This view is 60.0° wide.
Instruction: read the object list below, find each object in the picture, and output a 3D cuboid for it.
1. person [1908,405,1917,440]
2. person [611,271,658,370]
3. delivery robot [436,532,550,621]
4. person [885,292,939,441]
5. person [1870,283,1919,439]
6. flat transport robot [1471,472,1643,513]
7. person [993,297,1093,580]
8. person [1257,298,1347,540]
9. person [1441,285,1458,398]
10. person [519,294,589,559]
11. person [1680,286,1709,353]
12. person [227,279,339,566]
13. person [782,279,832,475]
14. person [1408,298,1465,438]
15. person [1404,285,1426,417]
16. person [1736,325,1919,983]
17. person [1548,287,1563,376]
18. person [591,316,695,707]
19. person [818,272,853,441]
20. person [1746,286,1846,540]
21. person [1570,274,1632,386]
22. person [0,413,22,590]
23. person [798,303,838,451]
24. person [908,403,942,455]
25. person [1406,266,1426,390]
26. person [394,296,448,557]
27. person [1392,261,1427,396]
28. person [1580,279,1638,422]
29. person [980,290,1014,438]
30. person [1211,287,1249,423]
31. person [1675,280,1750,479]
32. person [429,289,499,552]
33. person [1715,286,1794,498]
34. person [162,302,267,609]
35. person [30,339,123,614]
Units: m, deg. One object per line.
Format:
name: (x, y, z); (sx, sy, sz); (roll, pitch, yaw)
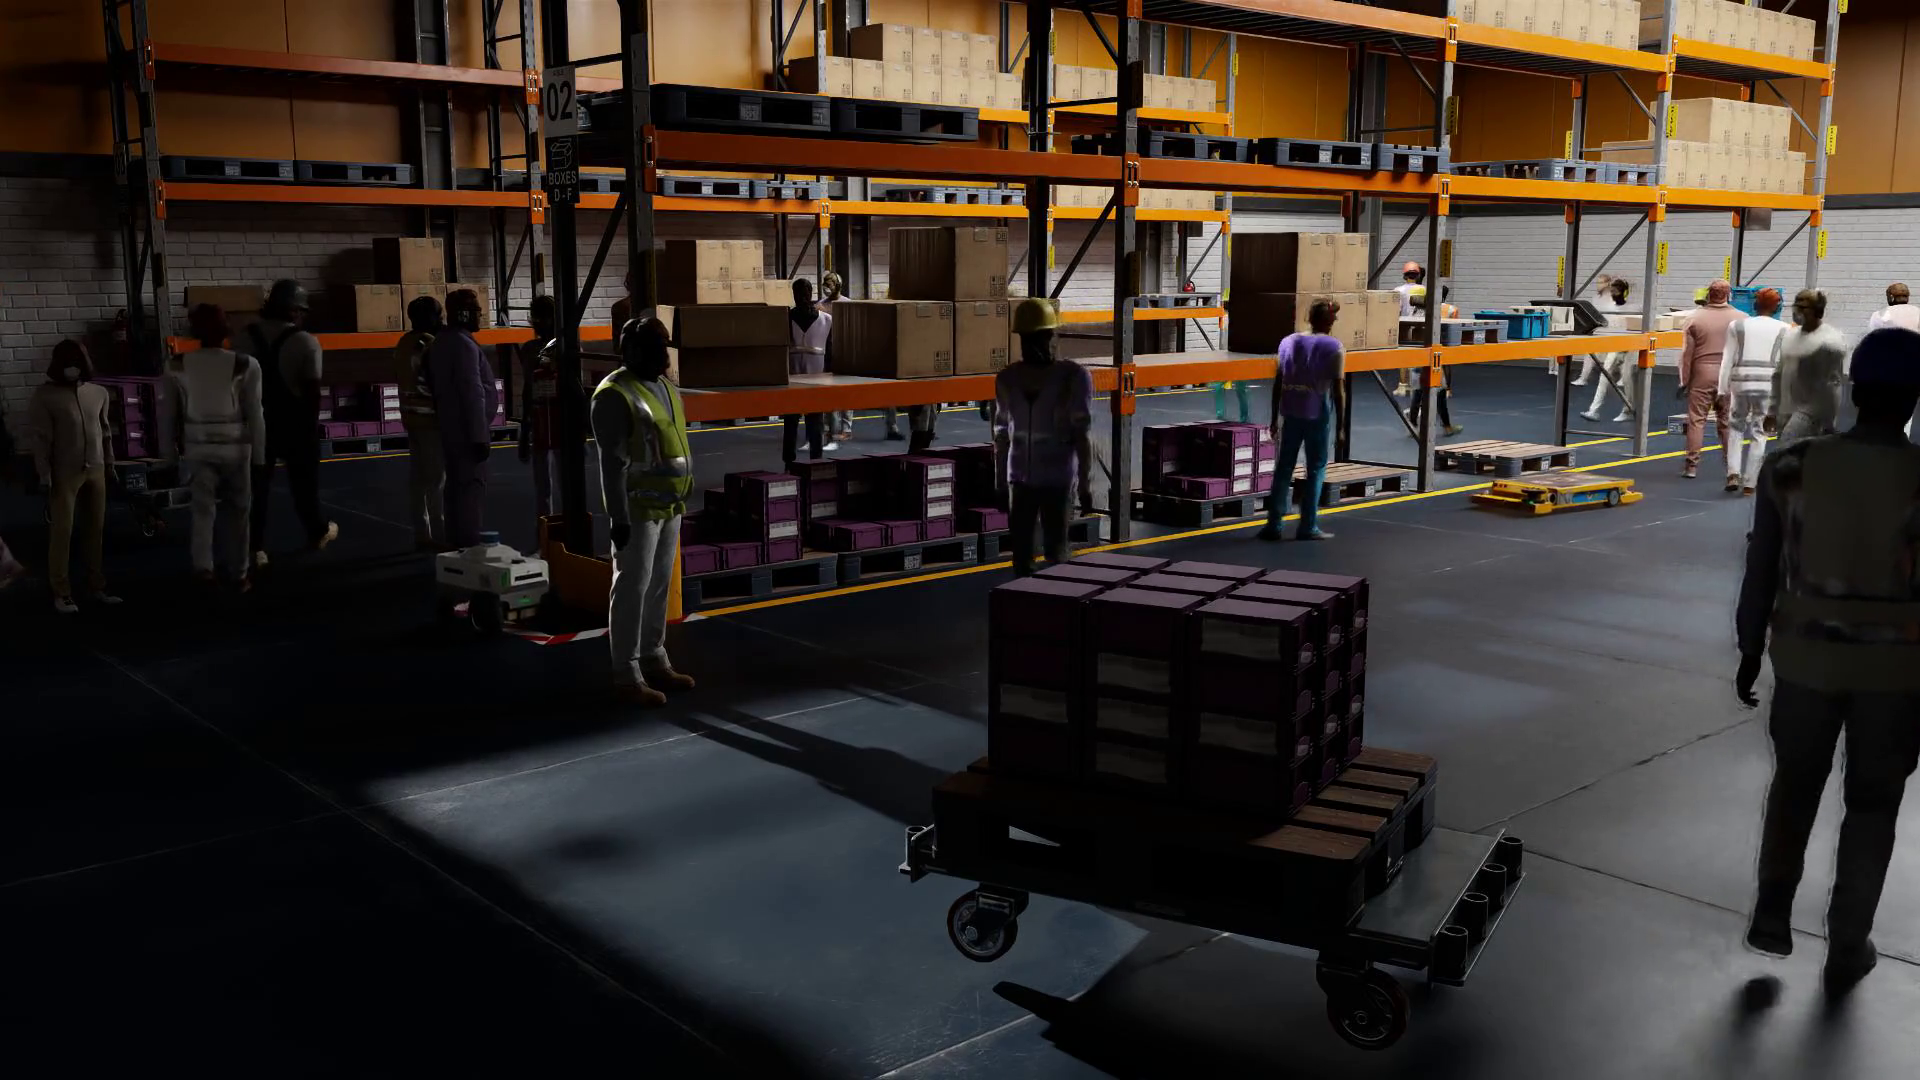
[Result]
person: (10.423, -1.753, 18.006); (0.508, 1.629, 0.317); (4, 10, 21)
person: (-3.617, -2.061, 18.738); (0.611, 1.996, 0.375); (3, 10, 17)
delivery robot: (-2.666, 0.196, 9.464); (0.707, 0.478, 0.477); (8, 13, 39)
person: (-0.629, -1.990, 18.934); (0.589, 1.785, 0.802); (-7, 12, -37)
person: (10.082, -1.853, 17.986); (0.623, 1.839, 0.429); (0, 10, 0)
flat transport robot: (5.091, -0.416, 14.148); (1.431, 0.197, 0.652); (-6, 12, -33)
person: (0.462, -0.354, 8.993); (0.598, 1.906, 0.588); (6, 11, 30)
person: (2.549, -0.881, 12.390); (0.651, 1.814, 0.514); (9, 13, 42)
person: (7.177, -2.960, 24.876); (0.533, 1.697, 0.318); (3, 10, 17)
person: (-2.830, -0.768, 11.545); (0.548, 1.866, 0.317); (4, 10, 22)
person: (9.731, -2.446, 21.777); (0.533, 1.746, 0.693); (9, 13, 41)
person: (-4.734, -0.867, 11.613); (0.690, 2.000, 1.061); (0, 10, -1)
person: (-1.485, -1.520, 15.812); (0.597, 1.911, 0.376); (-1, 10, -9)
person: (5.569, -2.031, 19.471); (0.697, 1.669, 0.552); (-5, 11, -25)
person: (6.052, -2.500, 22.043); (0.312, 1.744, 0.487); (-1, 10, -9)
person: (2.594, 0.345, 4.831); (0.637, 1.927, 0.478); (8, 13, 40)
person: (10.701, -3.741, 29.622); (0.311, 1.636, 0.521); (-1, 10, -3)
person: (-1.490, -0.142, 7.956); (0.429, 1.841, 0.634); (3, 10, 17)
person: (-1.447, -2.111, 19.198); (0.627, 1.941, 0.371); (8, 12, 38)
person: (6.395, -0.942, 12.470); (0.888, 1.910, 0.634); (-1, 10, -5)
person: (10.566, -3.412, 27.140); (1.077, 1.849, 0.658); (-3, 10, -19)
person: (-6.081, -0.526, 10.088); (0.638, 1.902, 1.185); (0, 10, 1)
person: (-1.527, -1.755, 18.042); (0.513, 1.611, 0.573); (6, 11, 29)
person: (-0.289, -1.270, 14.274); (0.354, 1.939, 0.545); (3, 10, 16)
person: (7.239, -3.357, 26.412); (0.367, 1.966, 0.607); (0, 10, 2)
person: (-3.743, -0.802, 11.815); (0.429, 1.846, 0.625); (-9, 13, -42)
person: (6.834, -3.205, 25.304); (0.615, 2.039, 0.386); (-2, 10, -9)
person: (8.301, -2.384, 21.132); (0.944, 1.818, 0.513); (-6, 12, -33)
person: (0.421, -1.208, 14.156); (0.599, 1.861, 0.963); (3, 10, 15)
person: (3.253, -2.182, 20.163); (0.662, 1.743, 0.545); (-4, 11, -24)
person: (7.218, -1.520, 15.902); (0.686, 1.891, 0.414); (3, 10, 15)
person: (-3.289, -0.719, 11.142); (0.409, 1.907, 0.651); (-7, 12, -35)
person: (7.028, -1.304, 14.697); (0.619, 1.859, 0.460); (5, 11, 28)
person: (-4.556, -0.523, 10.169); (0.591, 1.855, 0.897); (-3, 10, -15)
person: (-5.296, -0.386, 9.992); (0.281, 1.631, 0.506); (5, 11, 27)
